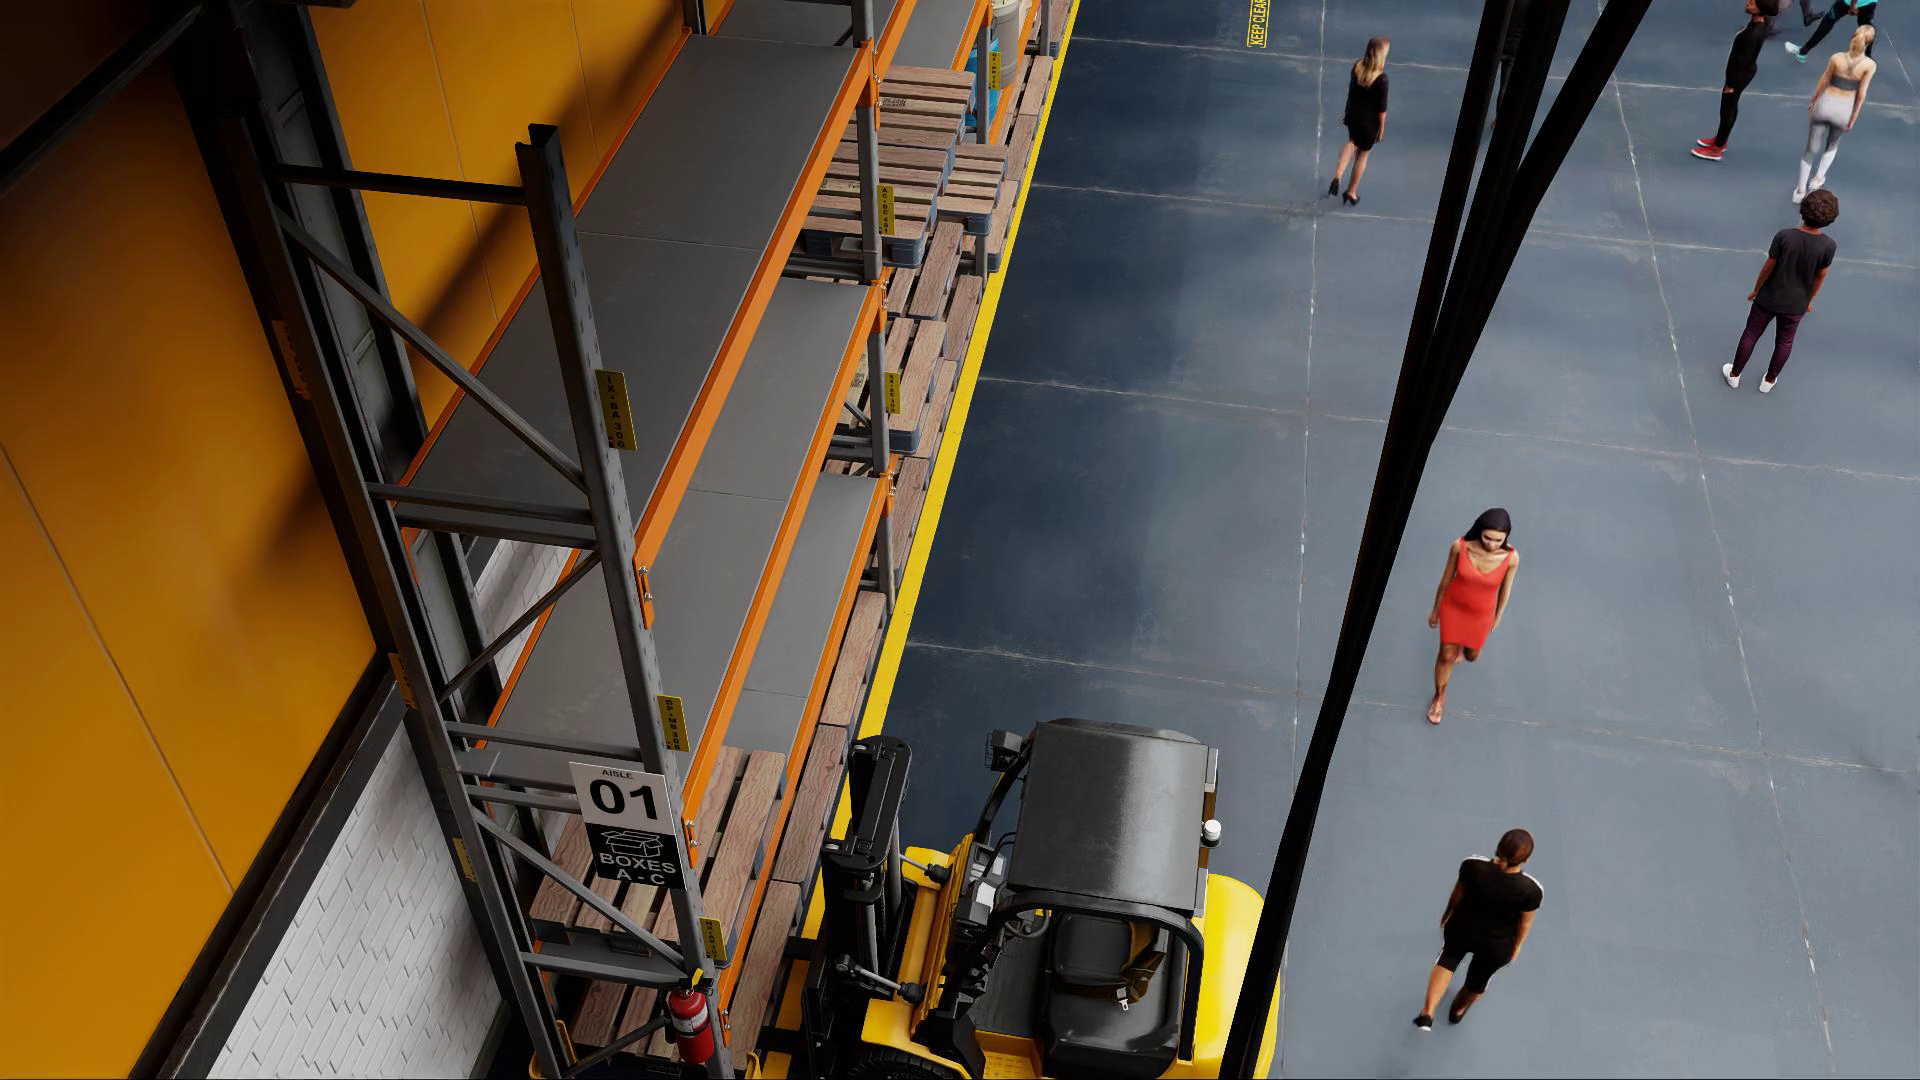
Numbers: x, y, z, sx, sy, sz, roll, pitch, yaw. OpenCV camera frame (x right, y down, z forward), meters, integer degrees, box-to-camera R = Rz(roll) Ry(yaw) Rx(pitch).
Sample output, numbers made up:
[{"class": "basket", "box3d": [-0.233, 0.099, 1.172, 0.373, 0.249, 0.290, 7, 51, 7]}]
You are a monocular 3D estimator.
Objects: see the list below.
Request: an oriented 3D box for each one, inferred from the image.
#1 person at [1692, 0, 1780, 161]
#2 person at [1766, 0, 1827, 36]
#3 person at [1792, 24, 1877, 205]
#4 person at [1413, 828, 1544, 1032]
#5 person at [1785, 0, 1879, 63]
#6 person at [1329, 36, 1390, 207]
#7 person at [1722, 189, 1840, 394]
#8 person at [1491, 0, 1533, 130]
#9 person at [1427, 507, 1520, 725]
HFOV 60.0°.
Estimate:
[{"class": "person", "box3d": [7.311, -4.364, 15.579, 0.719, 1.674, 0.584, 21, 47, 20]}, {"class": "person", "box3d": [8.801, -6.007, 17.340, 0.991, 1.623, 1.105, -9, 44, -10]}, {"class": "person", "box3d": [7.830, -3.796, 14.973, 0.687, 1.687, 0.819, 20, 47, 20]}, {"class": "person", "box3d": [2.728, 2.123, 8.779, 0.752, 1.660, 0.870, 25, 49, 24]}, {"class": "person", "box3d": [9.060, -5.371, 16.570, 1.081, 1.764, 1.237, -20, 47, -20]}, {"class": "person", "box3d": [3.544, -3.711, 14.899, 0.790, 1.666, 0.731, -28, 50, -26]}, {"class": "person", "box3d": [6.419, -1.927, 12.941, 0.654, 1.784, 0.610, 13, 45, 13]}, {"class": "person", "box3d": [5.238, -4.775, 15.975, 0.709, 1.723, 0.653, 20, 47, 20]}, {"class": "person", "box3d": [3.234, 0.394, 10.564, 0.673, 1.702, 0.950, 13, 45, 14]}]
